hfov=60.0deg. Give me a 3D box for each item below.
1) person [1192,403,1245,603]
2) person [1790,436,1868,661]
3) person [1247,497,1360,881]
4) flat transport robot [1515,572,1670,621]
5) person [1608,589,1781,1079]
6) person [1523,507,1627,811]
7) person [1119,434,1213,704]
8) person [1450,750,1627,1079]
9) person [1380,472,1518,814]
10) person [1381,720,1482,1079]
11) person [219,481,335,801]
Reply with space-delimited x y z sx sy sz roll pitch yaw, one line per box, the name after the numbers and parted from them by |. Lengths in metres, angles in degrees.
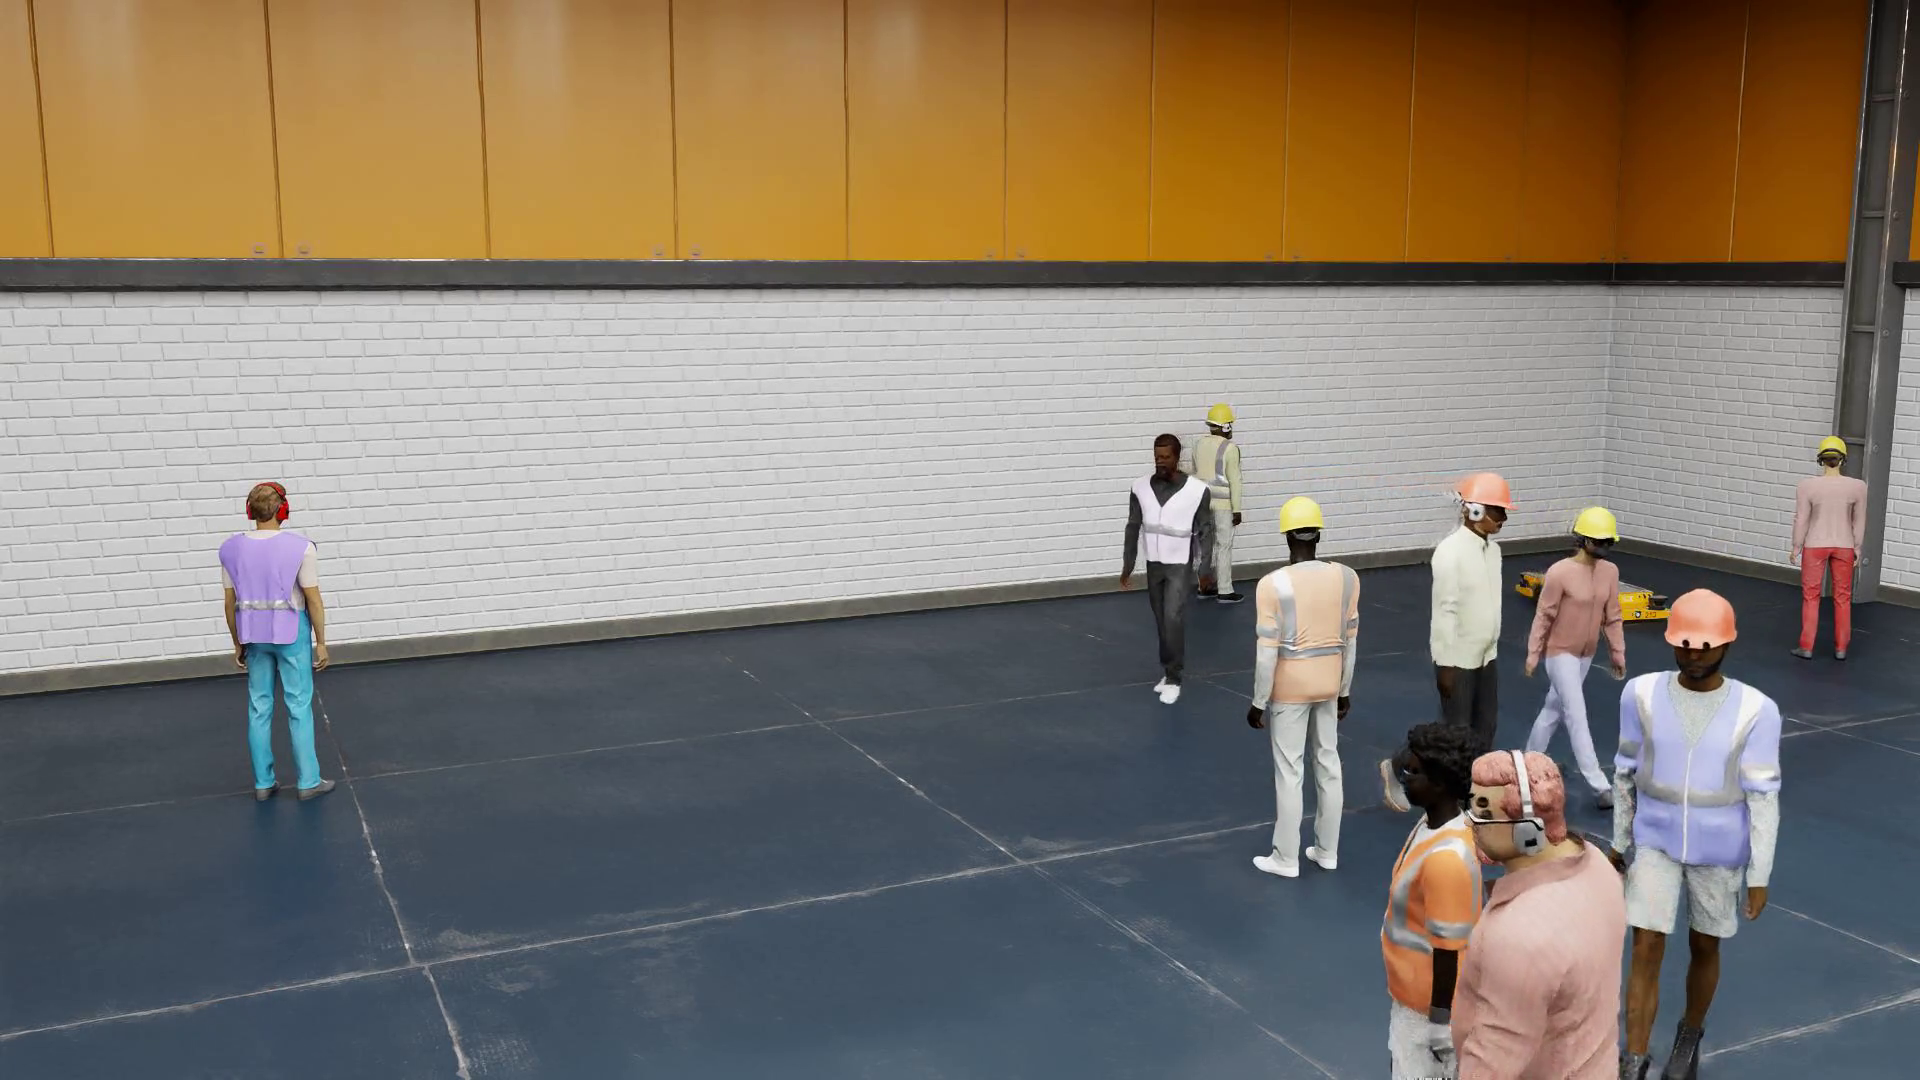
2.390 -0.339 15.307 0.403 1.837 0.590 -6 11 -34 | person
6.775 0.070 13.005 0.522 1.761 0.327 2 9 12 | person
1.706 0.744 8.334 0.584 1.919 0.381 -4 10 -22 | person
5.691 0.489 15.010 0.652 0.197 1.431 -2 9 -12 | flat transport robot
2.585 1.134 5.939 0.570 1.905 0.875 5 11 30 | person
3.539 0.663 9.443 0.535 1.712 0.883 -5 11 -29 | person
1.445 0.198 11.805 0.596 1.894 0.746 6 11 34 | person
1.365 1.429 4.205 0.737 1.875 0.672 6 11 34 | person
2.686 0.611 8.968 0.636 1.976 0.658 -9 12 -43 | person
1.524 1.383 5.111 0.583 1.680 0.540 3 10 17 | person
-3.914 0.587 9.518 0.567 1.849 0.389 0 9 2 | person
